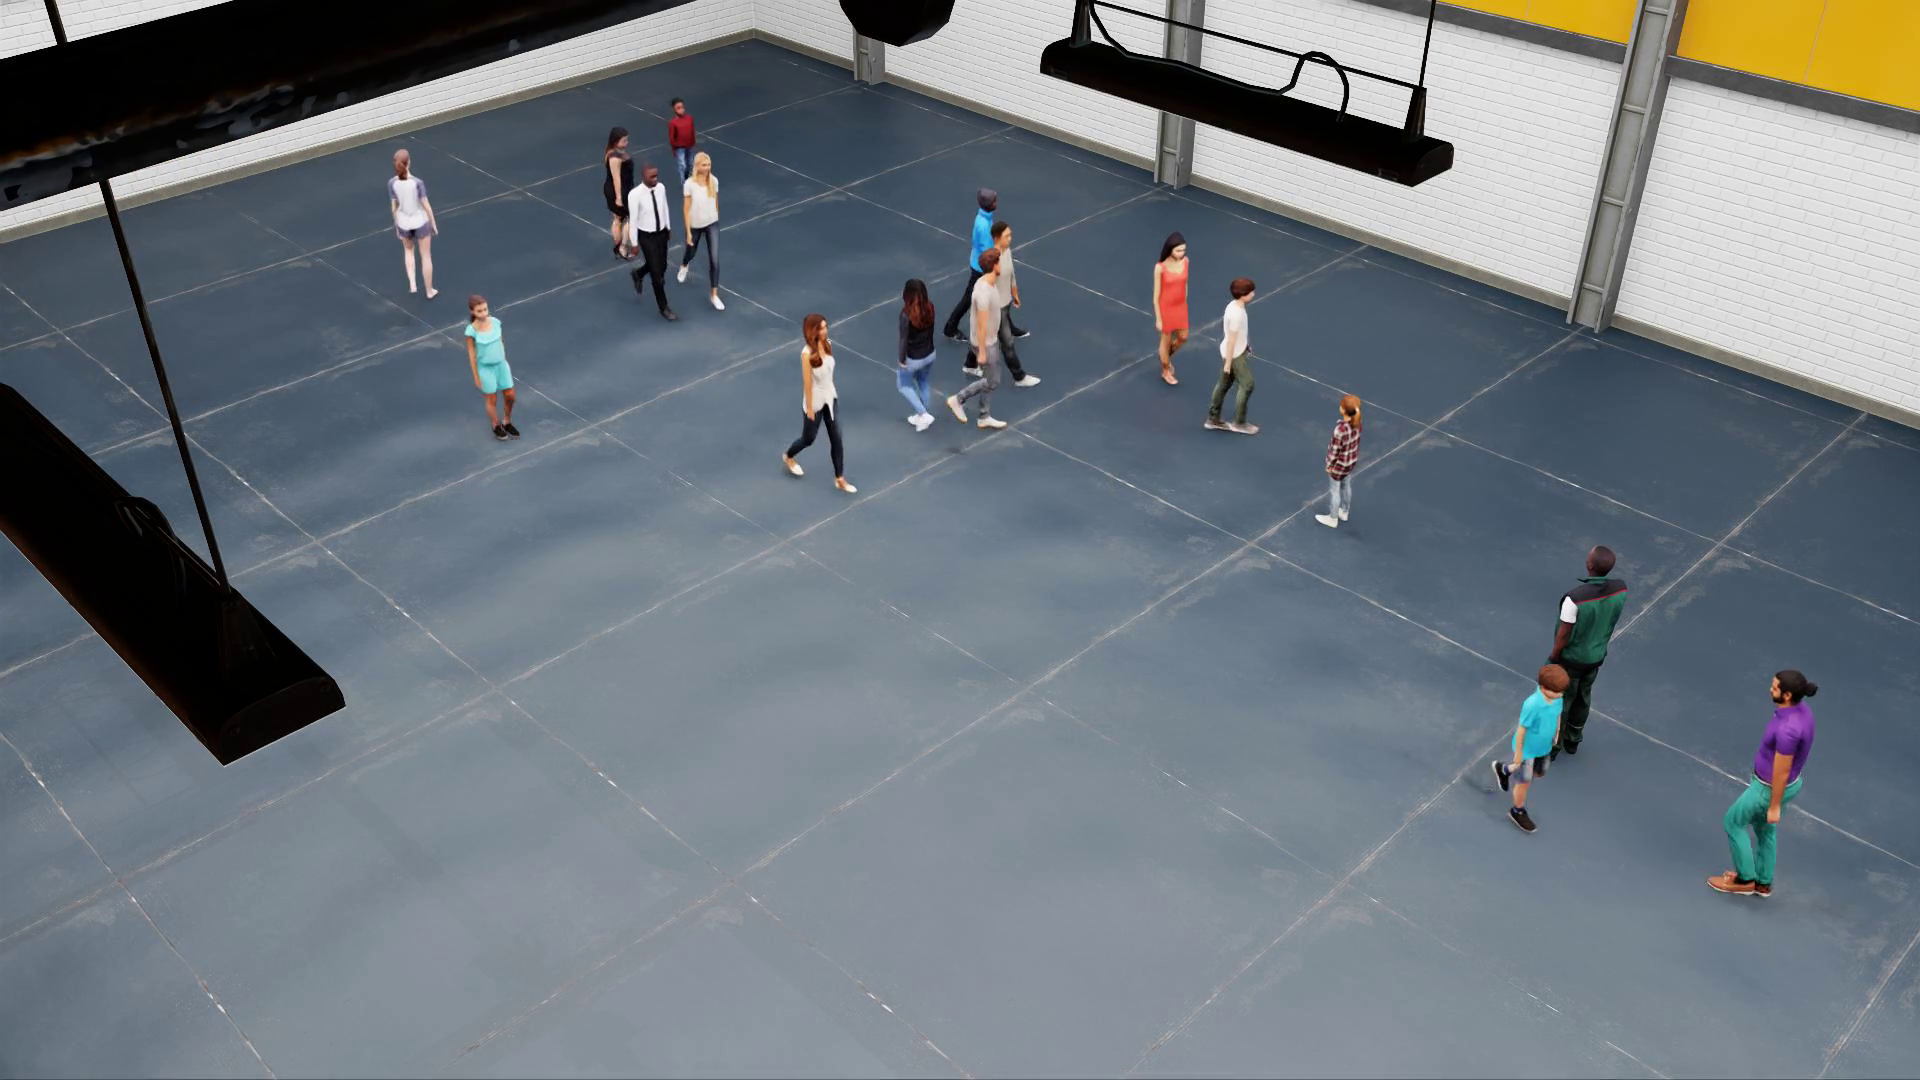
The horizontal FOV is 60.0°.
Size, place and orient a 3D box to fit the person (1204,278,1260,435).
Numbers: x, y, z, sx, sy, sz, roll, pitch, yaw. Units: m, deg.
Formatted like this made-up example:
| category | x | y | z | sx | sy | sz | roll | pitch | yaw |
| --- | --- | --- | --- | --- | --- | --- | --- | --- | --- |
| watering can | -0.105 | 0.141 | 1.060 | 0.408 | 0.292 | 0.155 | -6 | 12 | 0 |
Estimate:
| category | x | y | z | sx | sy | sz | roll | pitch | yaw |
| --- | --- | --- | --- | --- | --- | --- | --- | --- | --- |
| person | 2.605 | -1.805 | 16.302 | 0.883 | 1.638 | 0.815 | 2 | 34 | 2 |

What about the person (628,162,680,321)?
| category | x | y | z | sx | sy | sz | roll | pitch | yaw |
| --- | --- | --- | --- | --- | --- | --- | --- | --- | --- |
| person | -3.482 | -3.368 | 18.501 | 1.081 | 1.805 | 0.688 | 26 | 41 | 33 |

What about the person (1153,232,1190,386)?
| category | x | y | z | sx | sy | sz | roll | pitch | yaw |
| --- | --- | --- | --- | --- | --- | --- | --- | --- | --- |
| person | 2.122 | -2.412 | 17.156 | 0.705 | 1.702 | 0.729 | -18 | 38 | -25 |

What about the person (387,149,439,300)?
| category | x | y | z | sx | sy | sz | roll | pitch | yaw |
| --- | --- | --- | --- | --- | --- | --- | --- | --- | --- |
| person | -6.182 | -3.523 | 18.779 | 0.720 | 1.757 | 0.778 | -2 | 34 | -3 |

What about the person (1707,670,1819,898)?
| category | x | y | z | sx | sy | sz | roll | pitch | yaw |
| --- | --- | --- | --- | --- | --- | --- | --- | --- | --- |
| person | 5.461 | 1.672 | 10.981 | 0.693 | 1.737 | 0.717 | 18 | 38 | 25 |

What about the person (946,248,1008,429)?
| category | x | y | z | sx | sy | sz | roll | pitch | yaw |
| --- | --- | --- | --- | --- | --- | --- | --- | --- | --- |
| person | 0.159 | -1.933 | 16.290 | 1.012 | 1.863 | 0.939 | 6 | 34 | 8 |

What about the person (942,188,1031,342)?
| category | x | y | z | sx | sy | sz | roll | pitch | yaw |
| --- | --- | --- | --- | --- | --- | --- | --- | --- | --- |
| person | 0.151 | -2.897 | 17.846 | 1.230 | 1.747 | 1.127 | 2 | 34 | 2 |

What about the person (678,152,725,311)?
| category | x | y | z | sx | sy | sz | roll | pitch | yaw |
| --- | --- | --- | --- | --- | --- | --- | --- | --- | --- |
| person | -2.953 | -3.534 | 18.788 | 0.893 | 1.766 | 1.255 | -13 | 36 | -18 |

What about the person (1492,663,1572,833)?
| category | x | y | z | sx | sy | sz | roll | pitch | yaw |
| --- | --- | --- | --- | --- | --- | --- | --- | --- | --- |
| person | 3.987 | 1.379 | 11.697 | 0.684 | 1.433 | 0.833 | -20 | 39 | -28 |

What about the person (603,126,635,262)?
| category | x | y | z | sx | sy | sz | roll | pitch | yaw |
| --- | --- | --- | --- | --- | --- | --- | --- | --- | --- |
| person | -4.106 | -4.073 | 19.669 | 0.839 | 1.687 | 0.705 | -14 | 36 | -19 |

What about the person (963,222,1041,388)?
| category | x | y | z | sx | sy | sz | roll | pitch | yaw |
| --- | --- | --- | --- | --- | --- | --- | --- | --- | --- |
| person | 0.298 | -2.425 | 17.110 | 1.211 | 1.776 | 0.951 | 13 | 36 | 18 |

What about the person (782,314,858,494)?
| category | x | y | z | sx | sy | sz | roll | pitch | yaw |
| --- | --- | --- | --- | --- | --- | --- | --- | --- | --- |
| person | -1.377 | -1.273 | 15.397 | 1.124 | 1.753 | 0.722 | 21 | 39 | 29 |

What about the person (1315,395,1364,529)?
| category | x | y | z | sx | sy | sz | roll | pitch | yaw |
| --- | --- | --- | --- | --- | --- | --- | --- | --- | --- |
| person | 3.449 | -0.720 | 14.971 | 0.546 | 1.305 | 0.524 | -24 | 41 | -32 |

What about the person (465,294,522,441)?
| category | x | y | z | sx | sy | sz | roll | pitch | yaw |
| --- | --- | --- | --- | --- | --- | --- | --- | --- | --- |
| person | -4.612 | -1.703 | 16.230 | 0.568 | 1.547 | 0.596 | -25 | 41 | -32 |

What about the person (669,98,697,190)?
| category | x | y | z | sx | sy | sz | roll | pitch | yaw |
| --- | --- | --- | --- | --- | --- | --- | --- | --- | --- |
| person | -3.638 | -5.167 | 21.712 | 0.542 | 1.249 | 0.655 | -23 | 40 | -30 |

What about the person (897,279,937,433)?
| category | x | y | z | sx | sy | sz | roll | pitch | yaw |
| --- | --- | --- | --- | --- | --- | --- | --- | --- | --- |
| person | -0.360 | -1.774 | 16.267 | 0.642 | 1.624 | 0.689 | -28 | 43 | -35 |

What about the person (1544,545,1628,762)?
| category | x | y | z | sx | sy | sz | roll | pitch | yaw |
| --- | --- | --- | --- | --- | --- | --- | --- | --- | --- |
| person | 4.524 | 0.827 | 12.160 | 0.774 | 1.839 | 0.750 | -12 | 35 | -18 |
